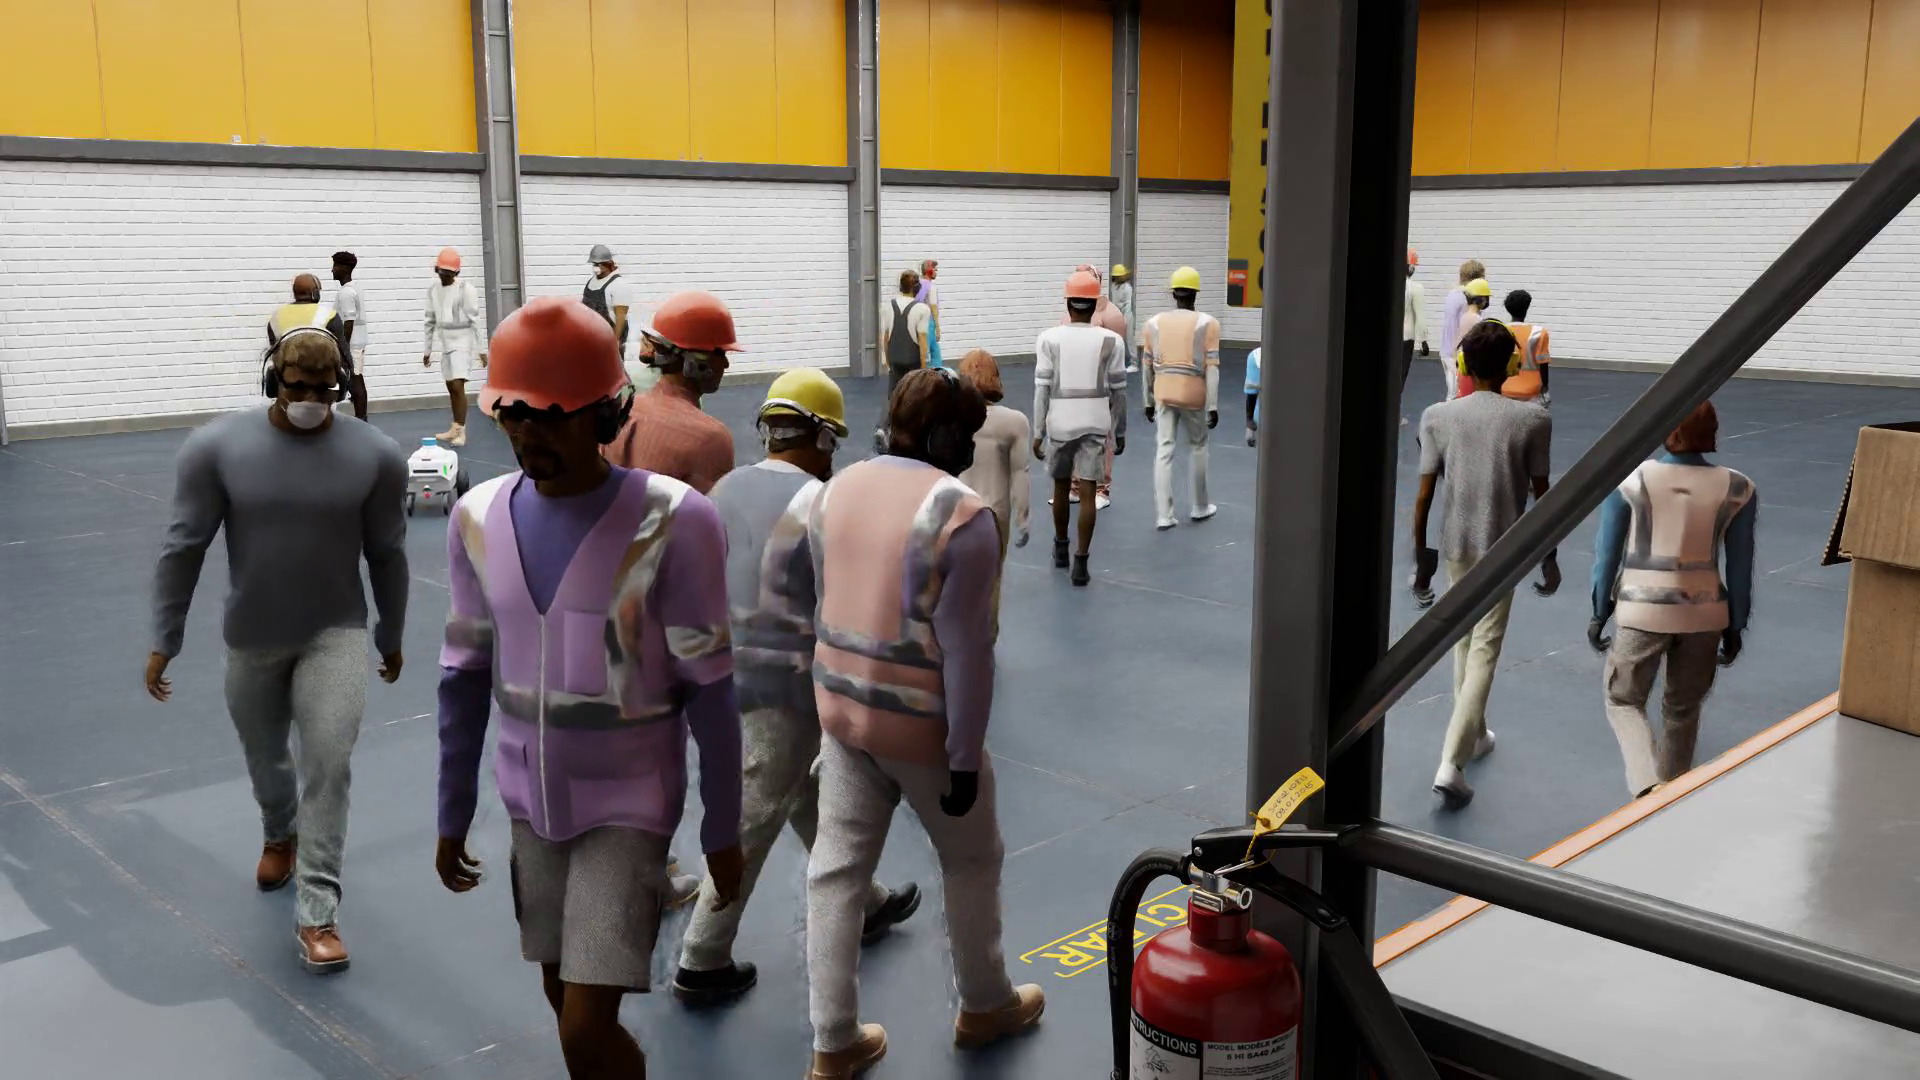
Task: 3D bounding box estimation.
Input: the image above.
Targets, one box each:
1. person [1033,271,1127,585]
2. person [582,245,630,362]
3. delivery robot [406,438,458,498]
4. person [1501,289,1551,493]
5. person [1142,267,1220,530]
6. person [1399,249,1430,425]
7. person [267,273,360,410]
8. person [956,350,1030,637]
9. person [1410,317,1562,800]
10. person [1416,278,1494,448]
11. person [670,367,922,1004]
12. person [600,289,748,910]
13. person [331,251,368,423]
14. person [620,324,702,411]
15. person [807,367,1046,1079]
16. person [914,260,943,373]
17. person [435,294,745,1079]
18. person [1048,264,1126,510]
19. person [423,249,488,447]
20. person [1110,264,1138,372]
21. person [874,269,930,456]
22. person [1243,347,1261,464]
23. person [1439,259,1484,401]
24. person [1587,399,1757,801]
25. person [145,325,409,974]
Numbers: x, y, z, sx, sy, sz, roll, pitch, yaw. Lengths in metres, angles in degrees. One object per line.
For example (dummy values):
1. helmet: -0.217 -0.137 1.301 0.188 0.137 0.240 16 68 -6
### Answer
1. person: 0.756 -0.717 10.425 0.576 1.896 0.915 1 10 4
2. person: -4.123 -2.361 19.019 0.698 2.000 0.649 9 13 39
3. delivery robot: -4.123 -0.553 12.960 0.477 0.478 0.707 -2 11 -11
4. person: 4.581 -1.215 13.705 0.574 1.691 0.362 7 13 35
5. person: 1.656 -1.050 12.265 0.611 1.888 0.871 5 11 25
6. person: 4.966 -2.262 18.640 0.498 1.974 0.642 -6 12 -31
7. person: -5.251 -1.256 13.607 0.647 1.824 0.604 3 11 14
8. person: 0.073 -0.117 8.009 0.514 1.587 0.850 0 10 -1
9. person: 2.016 0.058 6.440 0.520 1.827 0.975 8 13 35
10. person: 4.720 -1.578 15.575 0.776 1.736 0.526 1 10 7
11. person: -0.483 0.398 4.738 0.929 1.760 0.603 -8 13 -38
12. person: -0.912 0.208 5.218 0.544 1.961 0.637 -8 13 -37
13. person: -6.550 -2.109 17.846 0.367 1.966 0.607 -2 11 -11
14. person: -1.809 -0.503 10.066 0.503 1.613 0.737 1 10 7
15. person: -0.090 0.462 4.265 0.656 1.798 0.820 9 13 39
16. person: -0.490 -2.904 22.619 0.908 1.811 0.579 -4 11 -21
17. person: -0.763 0.532 3.291 0.643 2.017 0.529 4 11 23
18. person: 0.976 -1.192 13.009 0.410 1.909 0.643 -10 14 -42
19. person: -5.215 -1.950 16.957 0.746 2.001 0.525 6 12 32
20. person: 2.486 -3.407 25.688 0.876 1.670 0.498 -8 13 -39
21. person: -0.552 -1.691 15.997 0.518 1.818 0.806 4 11 20
22. person: 2.204 -0.783 11.361 0.551 1.684 0.480 2 11 12
23. person: 4.823 -1.738 16.016 0.438 1.926 0.660 0 10 1
24. person: 2.437 0.293 5.682 0.524 1.618 0.549 2 11 9
25. person: -2.051 0.275 5.089 0.742 1.886 0.961 -4 11 -21
